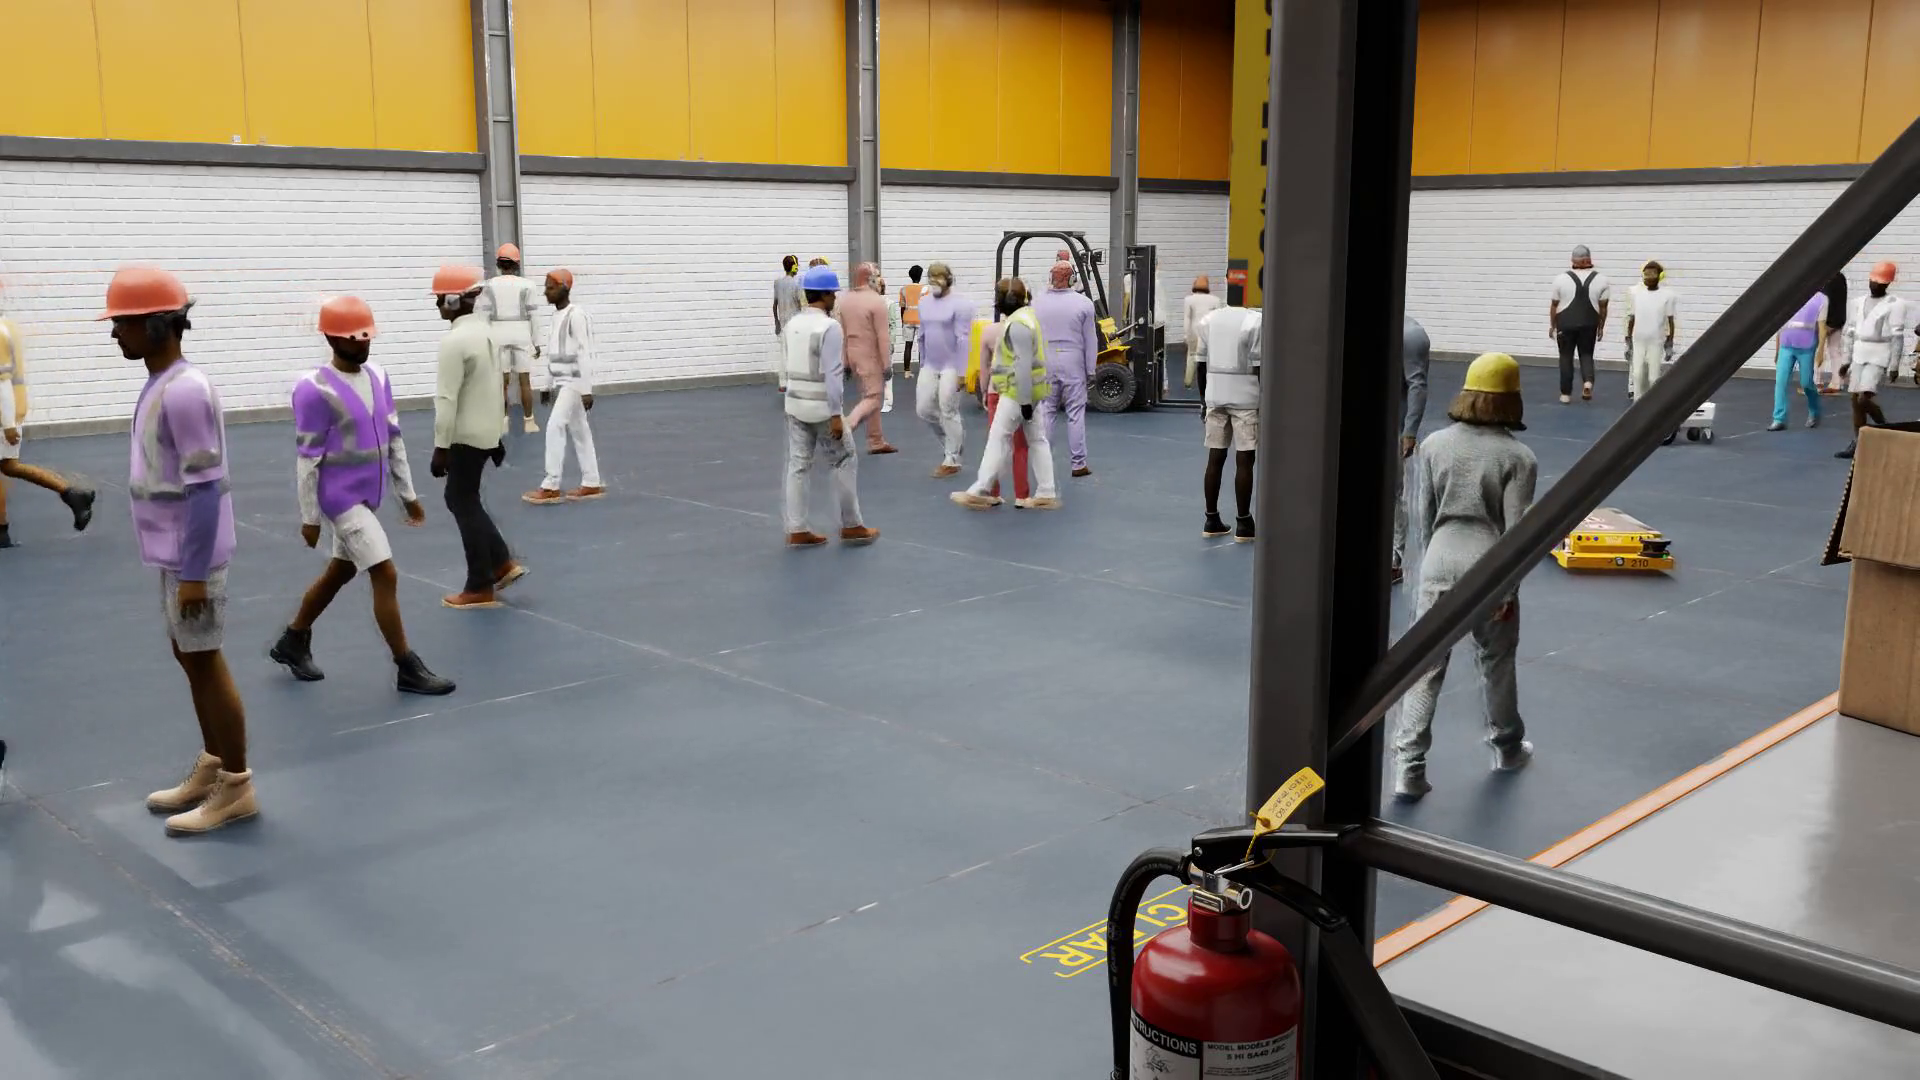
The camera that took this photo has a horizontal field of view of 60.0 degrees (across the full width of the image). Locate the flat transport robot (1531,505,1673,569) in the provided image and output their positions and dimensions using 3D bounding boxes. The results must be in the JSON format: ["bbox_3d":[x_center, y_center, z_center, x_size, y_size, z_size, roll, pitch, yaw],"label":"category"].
[{"bbox_3d":[4.224,-0.034,11.159,0.652,0.197,1.431,1,10,5],"label":"flat transport robot"}]

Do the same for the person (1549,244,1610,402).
[{"bbox_3d":[7.882,-2.773,21.264,0.690,2.000,0.539,2,11,11],"label":"person"}]

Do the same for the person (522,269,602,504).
[{"bbox_3d":[-3.237,-1.211,13.233,0.802,1.856,0.614,-6,12,-29],"label":"person"}]

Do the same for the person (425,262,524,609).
[{"bbox_3d":[-2.821,-0.578,9.470,0.432,1.982,0.618,0,10,3],"label":"person"}]

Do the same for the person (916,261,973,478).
[{"bbox_3d":[-0.138,-1.495,14.644,0.653,1.910,0.453,9,14,40],"label":"person"}]

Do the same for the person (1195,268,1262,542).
[{"bbox_3d":[1.930,-0.971,11.639,0.363,1.963,0.612,-10,14,-43],"label":"person"}]

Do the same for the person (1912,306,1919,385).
[{"bbox_3d":[8.983,-1.537,15.070,0.429,1.842,0.634,-10,14,-43],"label":"person"}]

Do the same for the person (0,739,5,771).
[{"bbox_3d":[-3.568,0.230,5.693,0.535,1.747,0.727,2,11,9],"label":"person"}]

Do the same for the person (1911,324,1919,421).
[{"bbox_3d":[3.500,0.126,5.965,0.516,1.860,0.319,-7,13,-34],"label":"person"}]

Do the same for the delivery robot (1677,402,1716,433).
[{"bbox_3d":[7.368,-1.312,17.099,0.707,0.478,0.477,-1,10,-5],"label":"delivery robot"}]

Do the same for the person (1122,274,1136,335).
[{"bbox_3d":[2.760,-3.540,25.979,0.508,1.846,0.344,-5,12,-26],"label":"person"}]

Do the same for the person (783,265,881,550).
[{"bbox_3d":[-0.872,-0.901,11.364,0.786,1.922,0.638,-9,14,-41],"label":"person"}]

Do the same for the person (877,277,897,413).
[{"bbox_3d":[-0.999,-2.357,20.090,0.523,1.640,0.306,6,12,30],"label":"person"}]

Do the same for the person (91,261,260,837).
[{"bbox_3d":[-2.801,0.039,5.931,0.395,2.039,0.614,-6,12,-32],"label":"person"}]

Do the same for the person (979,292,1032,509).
[{"bbox_3d":[0.405,-1.132,13.068,0.530,1.767,0.328,6,12,31],"label":"person"}]

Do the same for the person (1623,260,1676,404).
[{"bbox_3d":[7.771,-2.216,18.747,0.516,1.855,0.602,9,14,40],"label":"person"}]

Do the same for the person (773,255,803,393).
[{"bbox_3d":[-2.282,-2.901,22.445,0.538,1.864,0.313,7,12,33],"label":"person"}]

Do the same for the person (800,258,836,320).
[{"bbox_3d":[-1.776,-2.623,20.991,0.429,1.844,0.626,-5,12,-27],"label":"person"}]

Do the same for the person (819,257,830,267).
[{"bbox_3d":[-1.958,-3.054,23.391,0.404,1.825,0.586,-4,11,-19],"label":"person"}]

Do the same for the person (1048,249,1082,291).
[{"bbox_3d":[1.613,-3.626,26.286,0.652,1.906,0.404,-8,13,-36],"label":"person"}]

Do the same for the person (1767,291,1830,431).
[{"bbox_3d":[9.237,-2.109,18.266,0.874,1.813,0.579,-8,13,-38],"label":"person"}]

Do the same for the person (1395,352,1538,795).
[{"bbox_3d":[1.968,0.125,6.410,0.492,1.696,0.897,8,13,38],"label":"person"}]

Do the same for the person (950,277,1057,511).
[{"bbox_3d":[0.347,-1.122,12.906,0.893,1.798,0.627,2,11,10],"label":"person"}]

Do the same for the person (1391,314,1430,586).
[{"bbox_3d":[2.553,-0.689,10.178,0.360,1.938,0.635,-7,13,-34],"label":"person"}]

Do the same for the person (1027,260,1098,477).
[{"bbox_3d":[0.912,-1.512,14.751,0.637,1.911,0.406,3,11,16],"label":"person"}]

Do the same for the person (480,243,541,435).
[{"bbox_3d":[-4.793,-2.137,17.792,0.607,2.044,0.375,-1,10,-6],"label":"person"}]

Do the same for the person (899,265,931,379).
[{"bbox_3d":[-0.651,-3.224,24.684,0.531,1.694,0.320,4,11,22],"label":"person"}]

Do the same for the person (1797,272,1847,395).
[{"bbox_3d":[11.567,-2.916,22.247,0.642,1.972,0.644,-8,13,-36],"label":"person"}]

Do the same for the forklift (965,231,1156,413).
[{"bbox_3d":[1.222,-2.721,20.561,2.313,2.155,1.214,2,11,13],"label":"forklift"}]

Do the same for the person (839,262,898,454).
[{"bbox_3d":[-0.925,-1.728,15.998,0.799,1.885,0.648,-8,13,-36],"label":"person"}]

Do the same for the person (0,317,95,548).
[{"bbox_3d":[-6.427,-0.884,11.333,0.769,1.908,0.576,-5,11,-25],"label":"person"}]

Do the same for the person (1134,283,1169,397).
[{"bbox_3d":[2.393,-2.835,21.979,0.842,1.896,0.641,2,11,9],"label":"person"}]

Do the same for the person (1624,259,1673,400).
[{"bbox_3d":[8.909,-2.712,21.533,0.594,1.824,0.403,3,11,14],"label":"person"}]

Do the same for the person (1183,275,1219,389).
[{"bbox_3d":[3.300,-2.821,22.750,0.507,1.593,0.817,0,10,-1],"label":"person"}]

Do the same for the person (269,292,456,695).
[{"bbox_3d":[-2.890,-0.214,7.752,1.003,1.885,0.546,3,11,14],"label":"person"}]

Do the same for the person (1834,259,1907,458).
[{"bbox_3d":[8.645,-1.699,15.778,0.441,1.911,0.554,-2,11,-13],"label":"person"}]
